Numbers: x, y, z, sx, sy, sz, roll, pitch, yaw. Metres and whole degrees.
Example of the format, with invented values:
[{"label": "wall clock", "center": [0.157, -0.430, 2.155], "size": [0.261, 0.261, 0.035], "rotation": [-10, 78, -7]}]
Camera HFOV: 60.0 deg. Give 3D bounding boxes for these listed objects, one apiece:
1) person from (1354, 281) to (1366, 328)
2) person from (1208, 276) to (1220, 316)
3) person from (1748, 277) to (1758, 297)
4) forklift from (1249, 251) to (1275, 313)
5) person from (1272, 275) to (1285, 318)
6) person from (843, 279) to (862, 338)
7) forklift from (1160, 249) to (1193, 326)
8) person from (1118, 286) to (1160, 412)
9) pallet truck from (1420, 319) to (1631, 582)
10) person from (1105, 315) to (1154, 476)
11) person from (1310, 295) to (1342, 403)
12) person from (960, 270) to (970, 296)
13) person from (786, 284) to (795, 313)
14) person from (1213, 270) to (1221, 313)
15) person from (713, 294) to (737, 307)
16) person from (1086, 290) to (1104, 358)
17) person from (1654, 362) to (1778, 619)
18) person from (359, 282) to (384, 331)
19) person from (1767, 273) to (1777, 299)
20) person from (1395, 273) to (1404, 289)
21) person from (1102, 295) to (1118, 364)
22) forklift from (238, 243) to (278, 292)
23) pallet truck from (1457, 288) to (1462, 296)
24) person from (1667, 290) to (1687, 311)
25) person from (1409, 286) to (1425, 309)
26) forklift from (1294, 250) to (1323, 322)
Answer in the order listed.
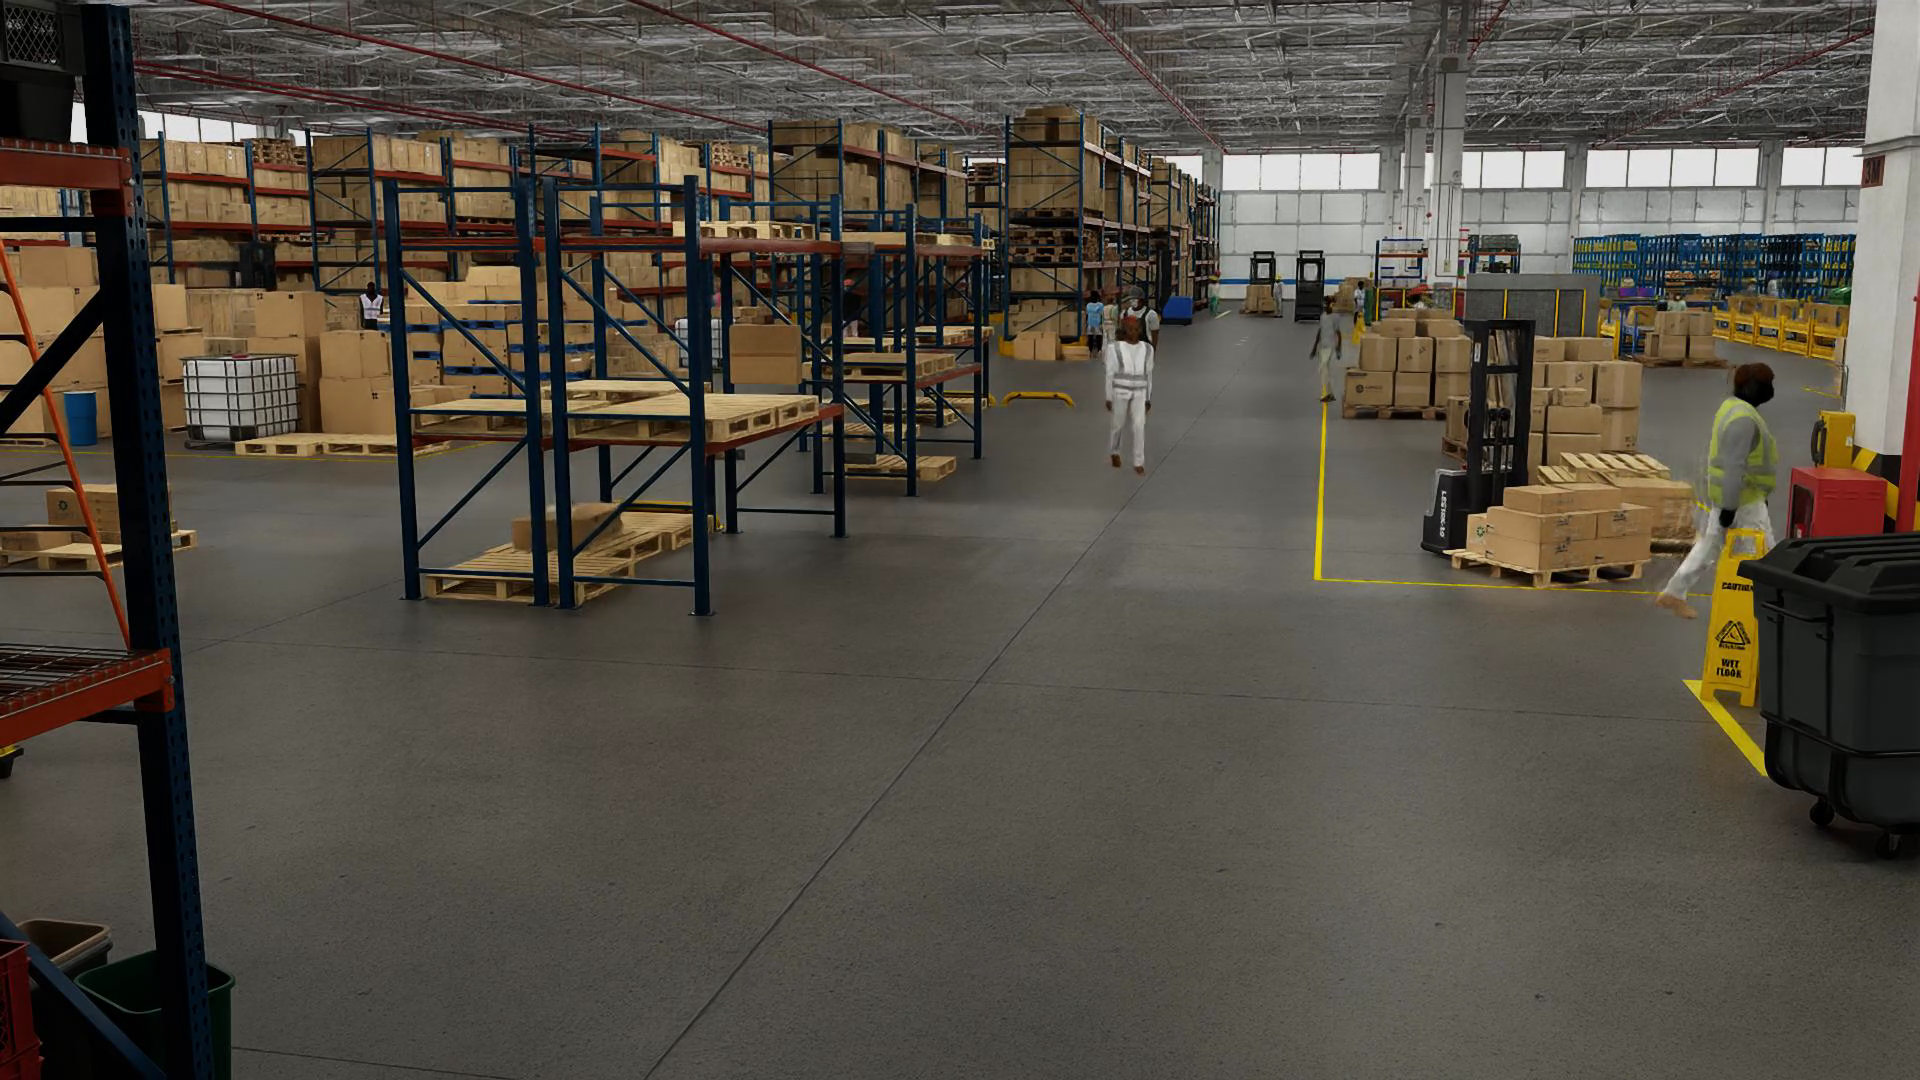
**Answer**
[{"label": "person", "center": [14.359, -8.435, 59.686], "size": [0.574, 1.697, 0.316], "rotation": [-7, 12, -34]}, {"label": "person", "center": [11.041, -10.587, 72.276], "size": [0.522, 1.739, 0.757], "rotation": [2, 10, 10]}, {"label": "person", "center": [31.315, -9.508, 65.818], "size": [0.427, 1.751, 0.551], "rotation": [0, 10, 1]}, {"label": "forklift", "center": [13.512, -11.471, 74.132], "size": [1.129, 2.768, 1.873], "rotation": [2, 10, 12]}, {"label": "person", "center": [13.443, -10.277, 70.206], "size": [0.404, 1.826, 0.593], "rotation": [-6, 12, -34]}, {"label": "person", "center": [-2.770, -5.526, 41.598], "size": [0.609, 1.985, 0.411], "rotation": [-3, 10, -16]}, {"label": "forklift", "center": [7.646, -9.320, 61.395], "size": [1.873, 2.768, 1.129], "rotation": [2, 10, 11]}, {"label": "person", "center": [2.849, -3.078, 26.917], "size": [0.683, 2.000, 0.536], "rotation": [5, 11, 29]}, {"label": "pallet truck", "center": [4.543, -0.757, 13.299], "size": [0.823, 1.965, 1.885], "rotation": [-4, 10, -22]}, {"label": "person", "center": [1.951, -1.703, 19.400], "size": [0.586, 1.847, 0.967], "rotation": [-1, 10, -8]}, {"label": "person", "center": [6.310, -3.303, 28.819], "size": [0.585, 1.851, 0.522], "rotation": [-3, 10, -19]}, {"label": "person", "center": [0.258, -12.542, 83.274], "size": [0.547, 1.934, 0.376], "rotation": [-2, 10, -12]}, {"label": "person", "center": [-7.081, -10.167, 70.105], "size": [0.522, 1.618, 0.425], "rotation": [3, 10, 15]}, {"label": "person", "center": [11.801, -11.424, 76.475], "size": [0.396, 1.992, 0.622], "rotation": [-1, 10, -6]}, {"label": "person", "center": [-6.196, -5.875, 44.177], "size": [0.658, 1.796, 0.953], "rotation": [2, 10, 14]}, {"label": "person", "center": [3.375, -5.416, 41.777], "size": [0.532, 1.697, 0.319], "rotation": [7, 12, 37]}, {"label": "person", "center": [5.232, -0.307, 11.235], "size": [0.926, 1.804, 0.623], "rotation": [3, 10, 17]}, {"label": "person", "center": [-14.708, -5.497, 41.635], "size": [0.587, 1.911, 0.397], "rotation": [-5, 11, -26]}, {"label": "person", "center": [34.562, -10.389, 70.629], "size": [0.886, 1.912, 0.608], "rotation": [7, 12, 35]}, {"label": "person", "center": [16.831, -9.231, 63.659], "size": [0.373, 1.934, 0.552], "rotation": [1, 10, 5]}, {"label": "person", "center": [3.545, -4.976, 39.353], "size": [0.314, 1.636, 0.515], "rotation": [-7, 12, -35]}, {"label": "forklift", "center": [-15.317, -5.115, 36.498], "size": [1.873, 2.768, 1.129], "rotation": [2, 10, 12]}, {"label": "pallet truck", "center": [20.506, -9.785, 68.819], "size": [0.653, 1.274, 1.630], "rotation": [2, 10, 12]}, {"label": "person", "center": [19.706, -6.053, 45.747], "size": [0.518, 1.622, 0.392], "rotation": [1, 10, 8]}, {"label": "person", "center": [10.081, -4.616, 36.432], "size": [0.858, 1.910, 0.549], "rotation": [1, 10, 6]}, {"label": "forklift", "center": [13.778, -10.002, 65.433], "size": [1.129, 2.768, 1.873], "rotation": [2, 10, 12]}]
